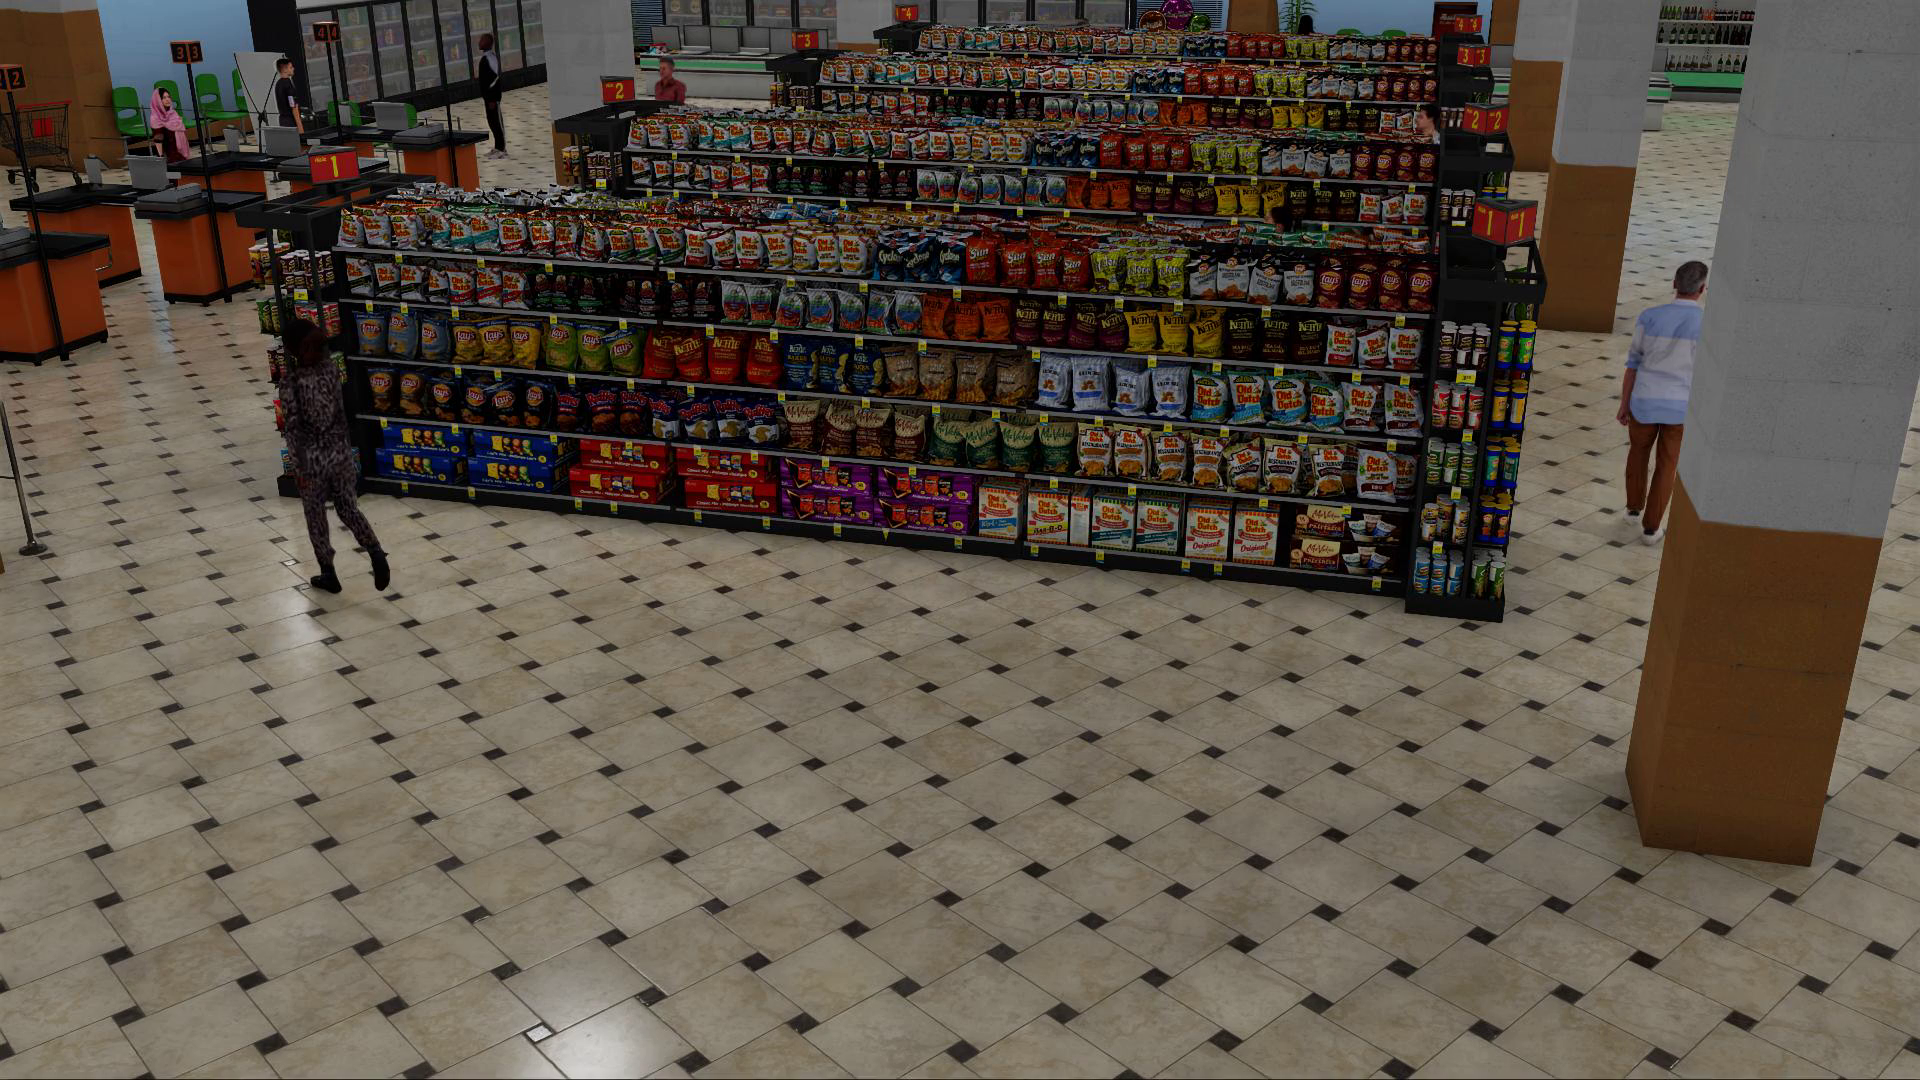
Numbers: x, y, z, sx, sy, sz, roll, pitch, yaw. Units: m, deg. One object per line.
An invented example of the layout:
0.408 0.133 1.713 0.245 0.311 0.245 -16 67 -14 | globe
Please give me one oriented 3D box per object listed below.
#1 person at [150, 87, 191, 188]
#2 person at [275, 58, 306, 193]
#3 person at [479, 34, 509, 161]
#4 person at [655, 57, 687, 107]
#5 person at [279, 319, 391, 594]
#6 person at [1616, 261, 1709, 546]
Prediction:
-9.687 -4.727 20.437 0.596 1.637 0.659 7 23 16 | person
-8.965 -5.548 22.311 0.775 1.763 0.686 -15 26 -33 | person
-7.052 -6.705 25.104 0.768 1.828 0.734 -9 24 -22 | person
-3.745 -5.426 21.941 0.822 1.812 0.864 12 25 28 | person
-3.651 -0.440 9.688 1.034 1.697 0.824 16 27 35 | person
4.443 -0.836 10.521 0.709 1.810 0.849 12 25 28 | person
